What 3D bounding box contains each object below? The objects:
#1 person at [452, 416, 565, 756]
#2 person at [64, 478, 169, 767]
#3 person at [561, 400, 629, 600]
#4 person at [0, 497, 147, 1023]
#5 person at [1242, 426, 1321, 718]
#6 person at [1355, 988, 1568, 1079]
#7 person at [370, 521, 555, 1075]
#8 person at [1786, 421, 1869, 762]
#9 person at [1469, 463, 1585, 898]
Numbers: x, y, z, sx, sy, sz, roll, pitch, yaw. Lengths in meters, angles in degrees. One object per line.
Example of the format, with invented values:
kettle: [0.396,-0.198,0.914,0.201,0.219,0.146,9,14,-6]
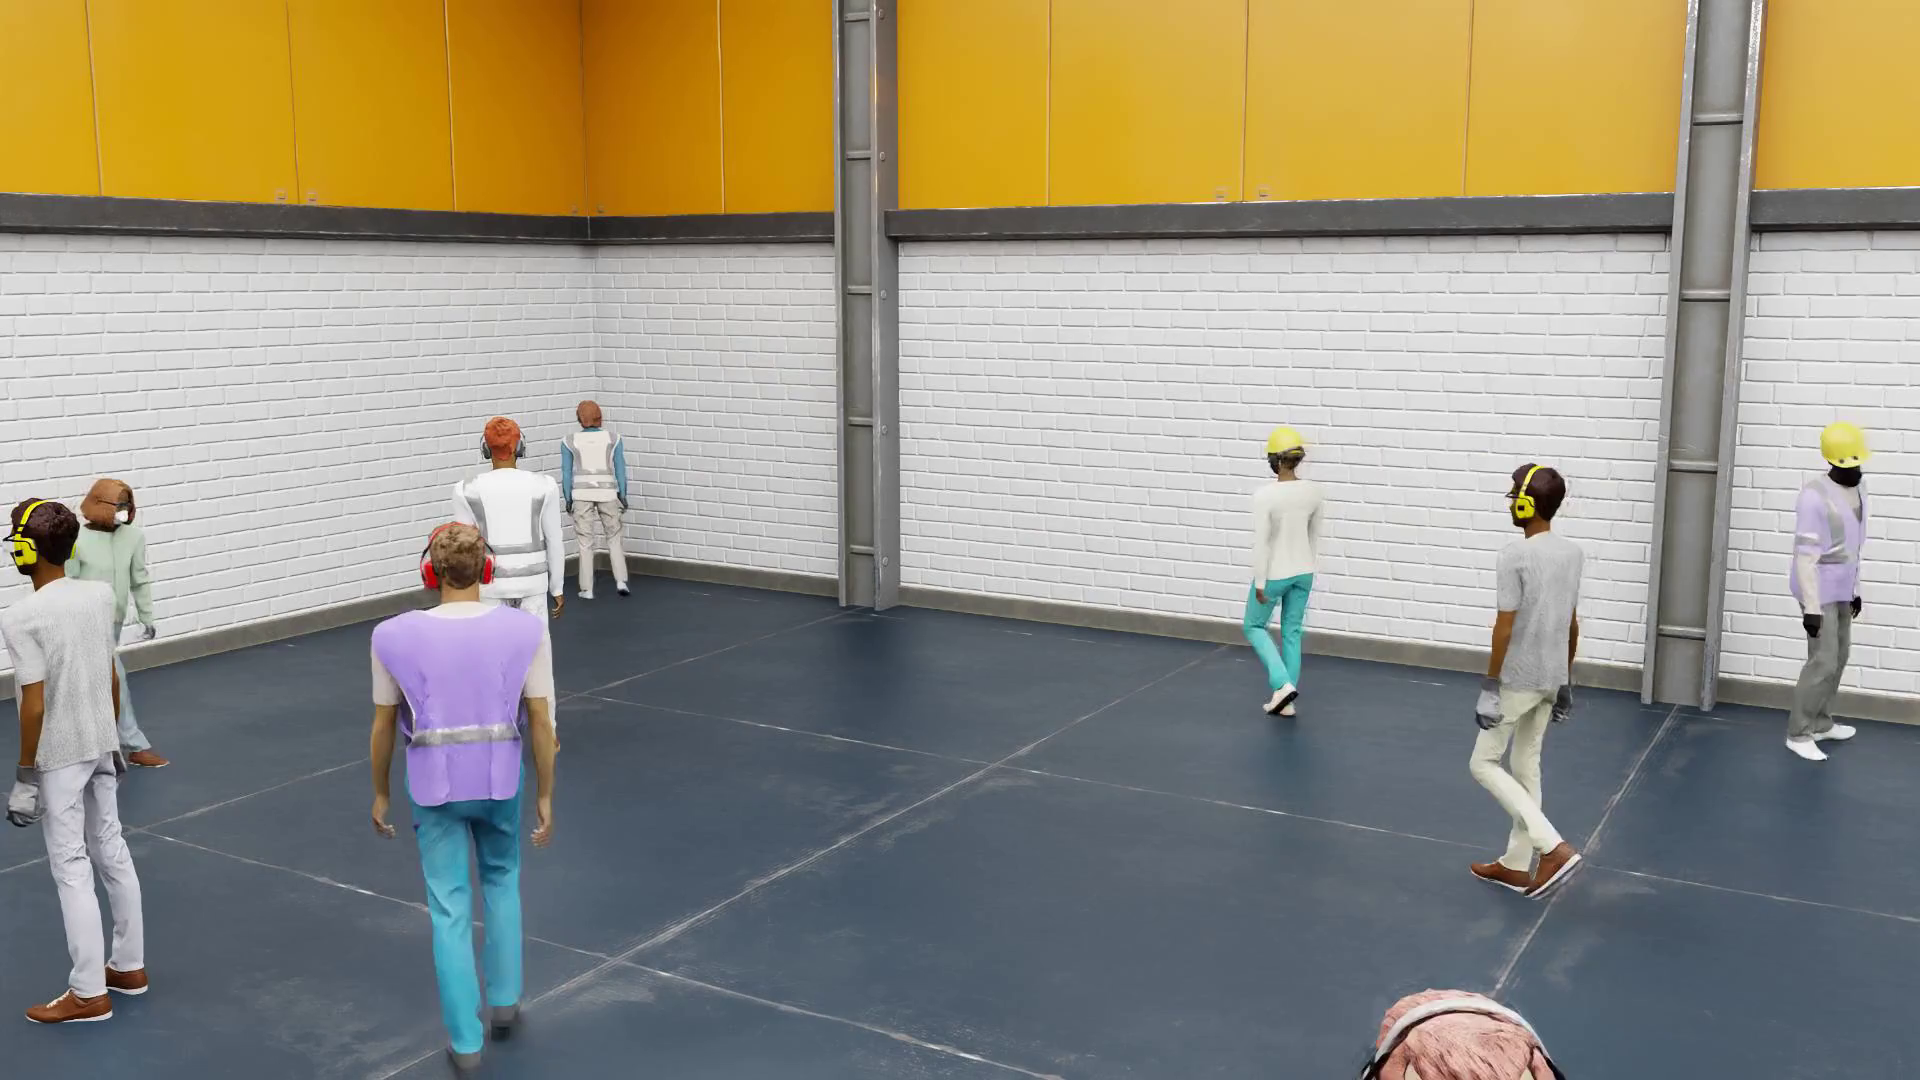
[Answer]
person: [-2.427,0.273,8.997,0.574,1.887,0.355,-3,10,-17]
person: [-4.704,0.429,9.023,0.881,1.575,0.508,3,10,20]
person: [-2.981,-0.323,13.577,0.519,1.626,0.367,-2,9,-15]
person: [-3.164,0.780,5.884,0.334,1.873,0.517,2,9,11]
person: [1.917,0.202,9.858,0.530,1.755,0.401,-4,10,-25]
person: [0.554,1.388,2.117,0.677,1.870,0.837,1,9,3]
person: [-1.692,0.842,5.645,0.585,1.821,0.657,-4,10,-23]
person: [4.766,0.271,9.062,0.770,1.871,0.386,-9,13,-43]
person: [2.402,0.607,6.994,0.537,1.860,0.506,-6,11,-33]
